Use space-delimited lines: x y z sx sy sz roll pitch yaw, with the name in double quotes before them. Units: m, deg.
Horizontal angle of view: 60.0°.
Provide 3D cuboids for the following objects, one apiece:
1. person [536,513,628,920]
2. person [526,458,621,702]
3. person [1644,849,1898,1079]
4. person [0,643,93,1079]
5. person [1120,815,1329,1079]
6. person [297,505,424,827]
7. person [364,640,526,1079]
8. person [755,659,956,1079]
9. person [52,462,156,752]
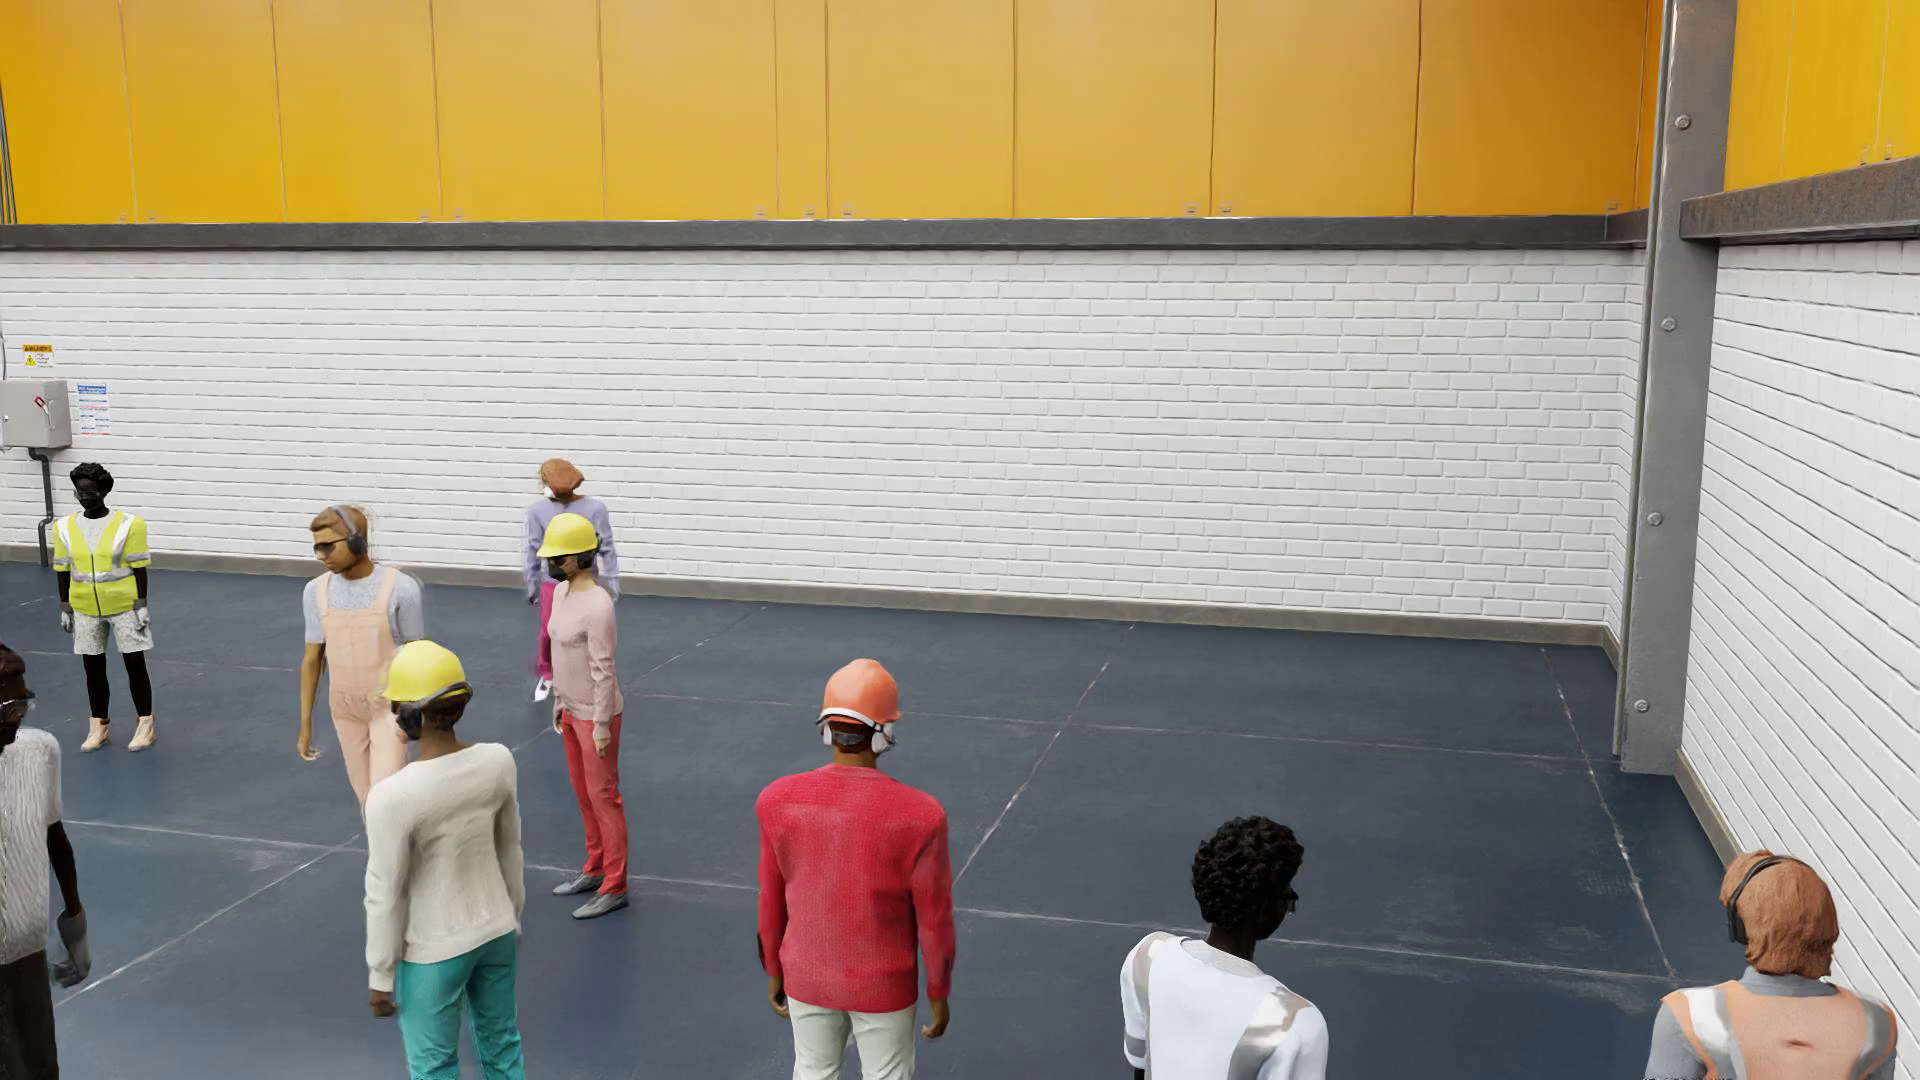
"person" -1.637 0.750 7.193 0.342 1.761 0.523 -6 11 -33
"person" -2.408 0.274 10.438 0.603 1.614 0.511 -1 10 -6
"person" 1.650 1.449 3.454 0.527 1.627 0.313 0 10 -3
"person" -2.740 1.145 4.636 0.770 1.838 0.559 4 10 23
"person" 0.556 1.407 3.537 0.319 1.686 0.539 -8 13 -40
"person" -2.499 0.763 6.944 0.538 1.819 0.576 1 10 7
"person" -1.485 1.156 4.802 0.356 1.758 0.542 6 11 31
"person" -0.283 1.191 4.641 0.574 1.742 0.356 3 10 16
"person" -4.898 0.386 9.534 0.530 1.688 0.324 -1 10 -7
